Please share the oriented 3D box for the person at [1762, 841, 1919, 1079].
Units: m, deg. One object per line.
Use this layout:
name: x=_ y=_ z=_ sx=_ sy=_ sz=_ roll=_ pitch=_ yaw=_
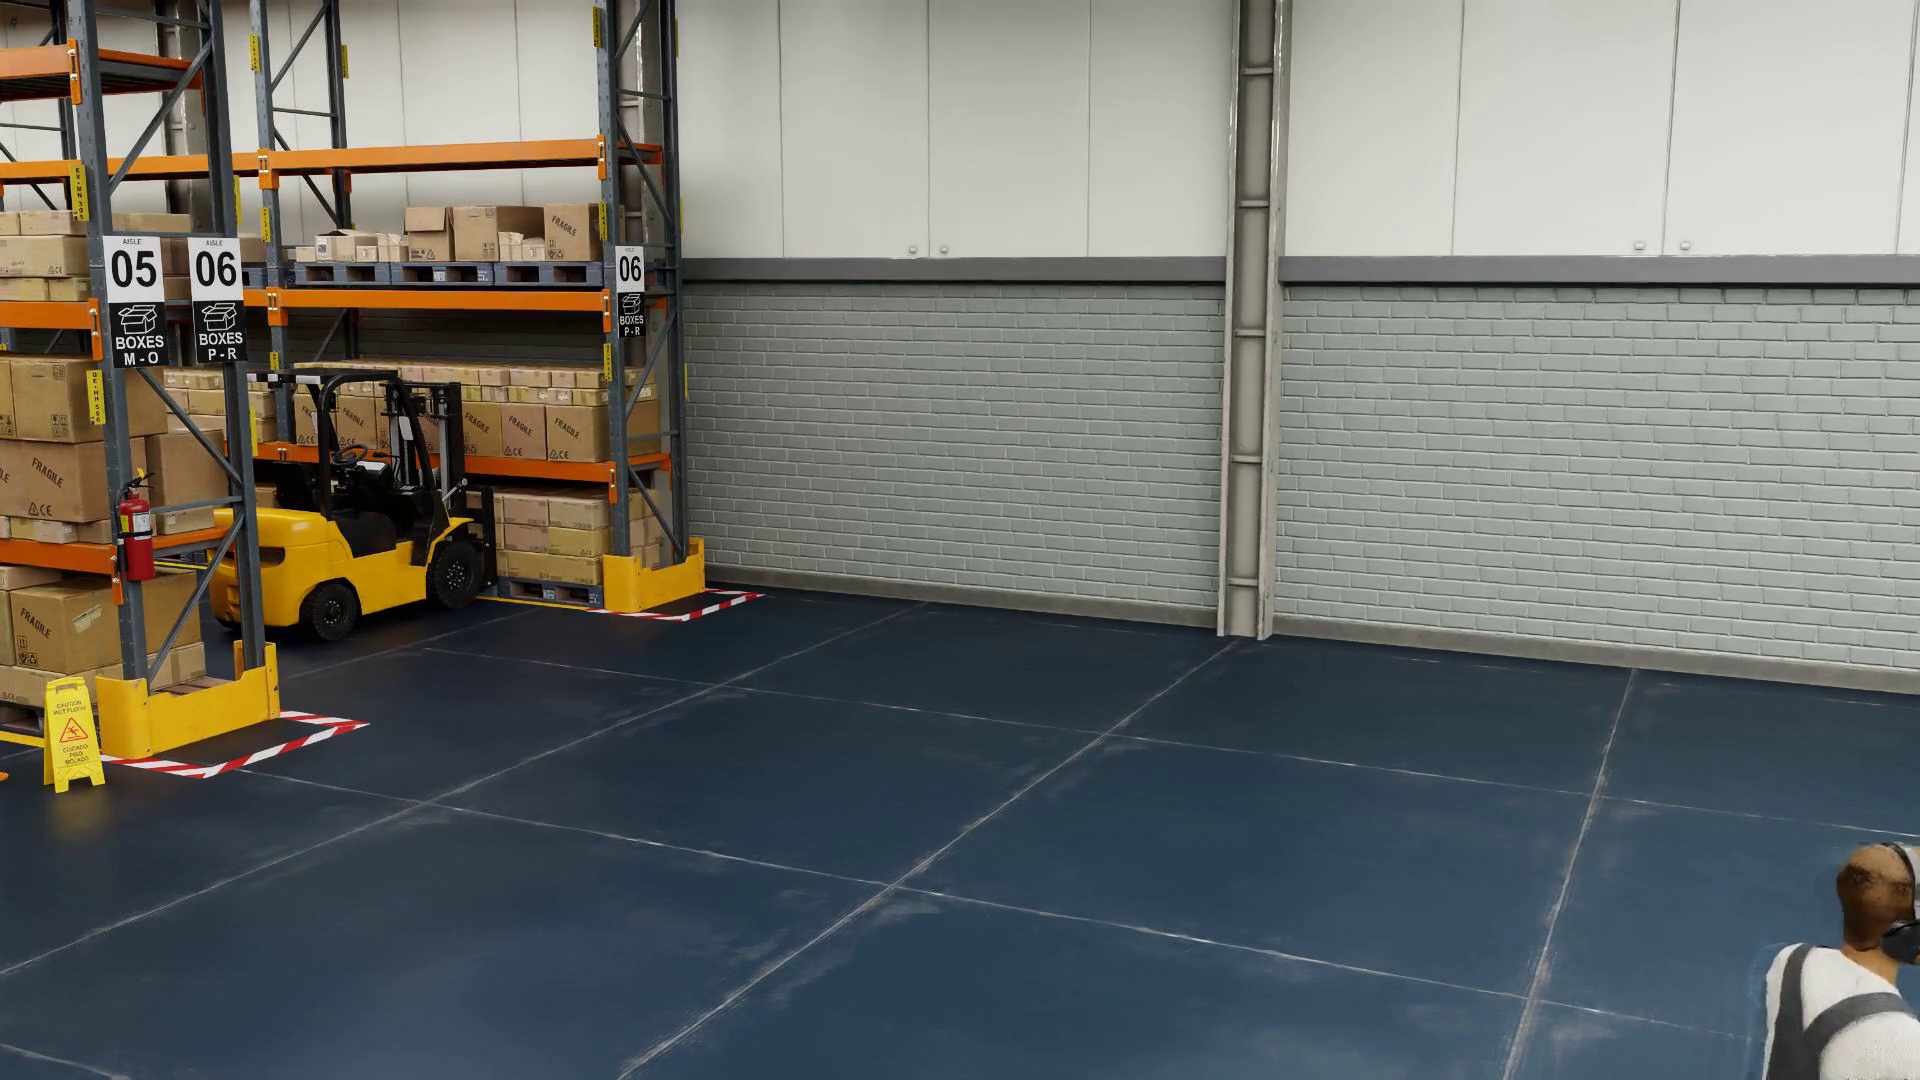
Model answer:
person: x=1.875 y=1.540 z=3.709 sx=0.873 sy=1.814 sz=0.517 roll=-2 pitch=9 yaw=-13
